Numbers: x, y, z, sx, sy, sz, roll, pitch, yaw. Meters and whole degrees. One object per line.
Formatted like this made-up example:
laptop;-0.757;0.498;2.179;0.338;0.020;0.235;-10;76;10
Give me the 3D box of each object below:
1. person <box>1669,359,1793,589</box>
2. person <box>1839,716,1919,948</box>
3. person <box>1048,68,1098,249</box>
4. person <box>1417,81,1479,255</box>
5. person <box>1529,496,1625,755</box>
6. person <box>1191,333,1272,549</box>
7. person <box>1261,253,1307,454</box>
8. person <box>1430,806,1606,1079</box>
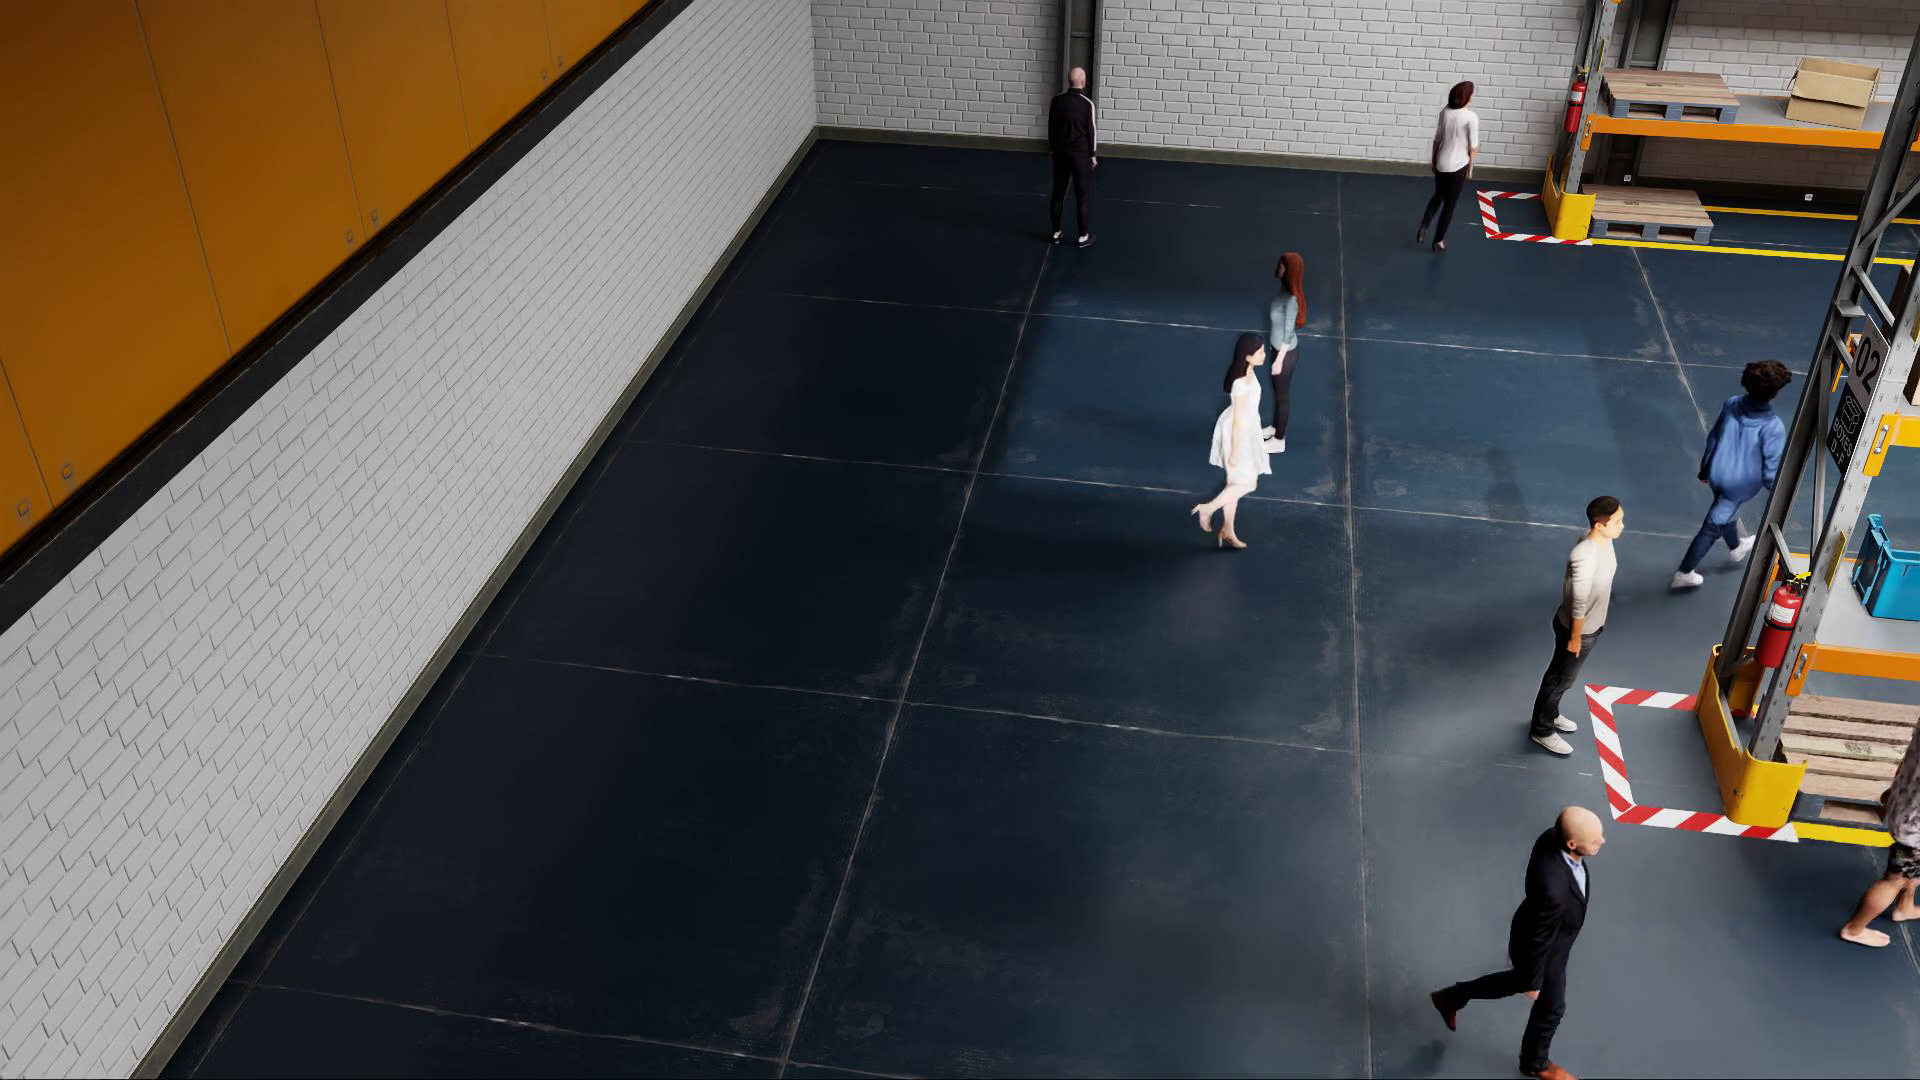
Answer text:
person;5.424;-0.418;11.782;1.252;1.767;1.085;-13;36;-19
person;5.073;1.477;8.905;0.855;1.795;0.732;2;34;3
person;1.144;-3.893;16.947;0.611;1.835;0.792;15;36;21
person;4.871;-3.702;16.703;0.826;1.789;0.764;-25;41;-33
person;3.842;0.499;10.361;0.659;1.812;0.721;17;37;24
person;1.963;-0.709;12.221;0.760;1.764;0.626;5;34;8
person;2.609;-1.512;13.450;0.530;1.742;0.573;5;34;7
person;2.791;1.962;8.188;1.085;1.781;0.822;13;36;18
